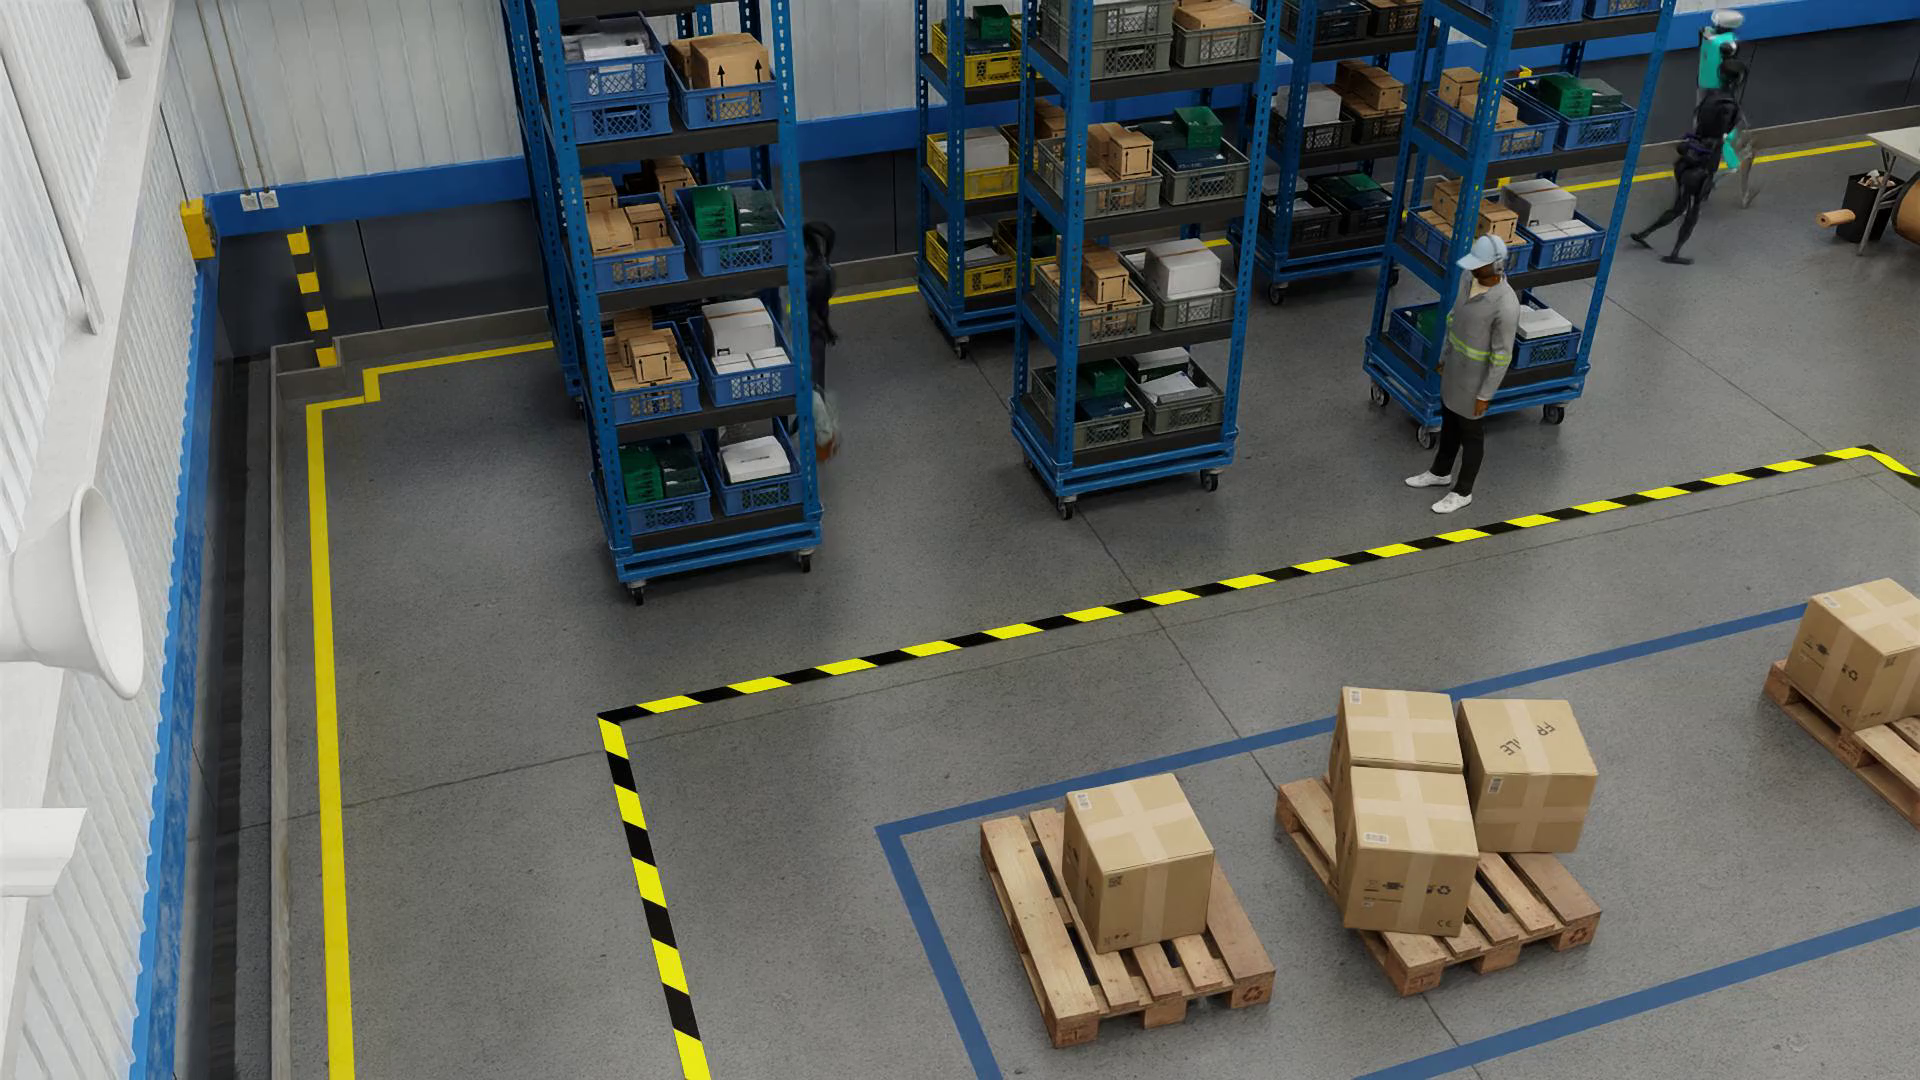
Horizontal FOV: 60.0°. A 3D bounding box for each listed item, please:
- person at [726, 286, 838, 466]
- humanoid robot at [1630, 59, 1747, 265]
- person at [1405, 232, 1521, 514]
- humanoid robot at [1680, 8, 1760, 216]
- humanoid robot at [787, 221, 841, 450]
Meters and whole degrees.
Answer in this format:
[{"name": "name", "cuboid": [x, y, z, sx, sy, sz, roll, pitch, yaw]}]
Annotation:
[{"name": "person", "cuboid": [-1.235, -1.220, 10.402, 0.642, 1.873, 1.024, 30, 45, 35]}, {"name": "humanoid robot", "cuboid": [5.738, -2.966, 13.077, 0.486, 1.643, 0.589, 5, 35, 7]}, {"name": "person", "cuboid": [3.077, -1.020, 10.130, 0.388, 1.850, 0.587, -9, 36, -13]}, {"name": "humanoid robot", "cuboid": [6.482, -3.504, 13.772, 0.966, 1.786, 0.558, -2, 35, -3]}, {"name": "humanoid robot", "cuboid": [-1.008, -1.276, 10.662, 0.486, 1.642, 0.612, 5, 36, 7]}]
